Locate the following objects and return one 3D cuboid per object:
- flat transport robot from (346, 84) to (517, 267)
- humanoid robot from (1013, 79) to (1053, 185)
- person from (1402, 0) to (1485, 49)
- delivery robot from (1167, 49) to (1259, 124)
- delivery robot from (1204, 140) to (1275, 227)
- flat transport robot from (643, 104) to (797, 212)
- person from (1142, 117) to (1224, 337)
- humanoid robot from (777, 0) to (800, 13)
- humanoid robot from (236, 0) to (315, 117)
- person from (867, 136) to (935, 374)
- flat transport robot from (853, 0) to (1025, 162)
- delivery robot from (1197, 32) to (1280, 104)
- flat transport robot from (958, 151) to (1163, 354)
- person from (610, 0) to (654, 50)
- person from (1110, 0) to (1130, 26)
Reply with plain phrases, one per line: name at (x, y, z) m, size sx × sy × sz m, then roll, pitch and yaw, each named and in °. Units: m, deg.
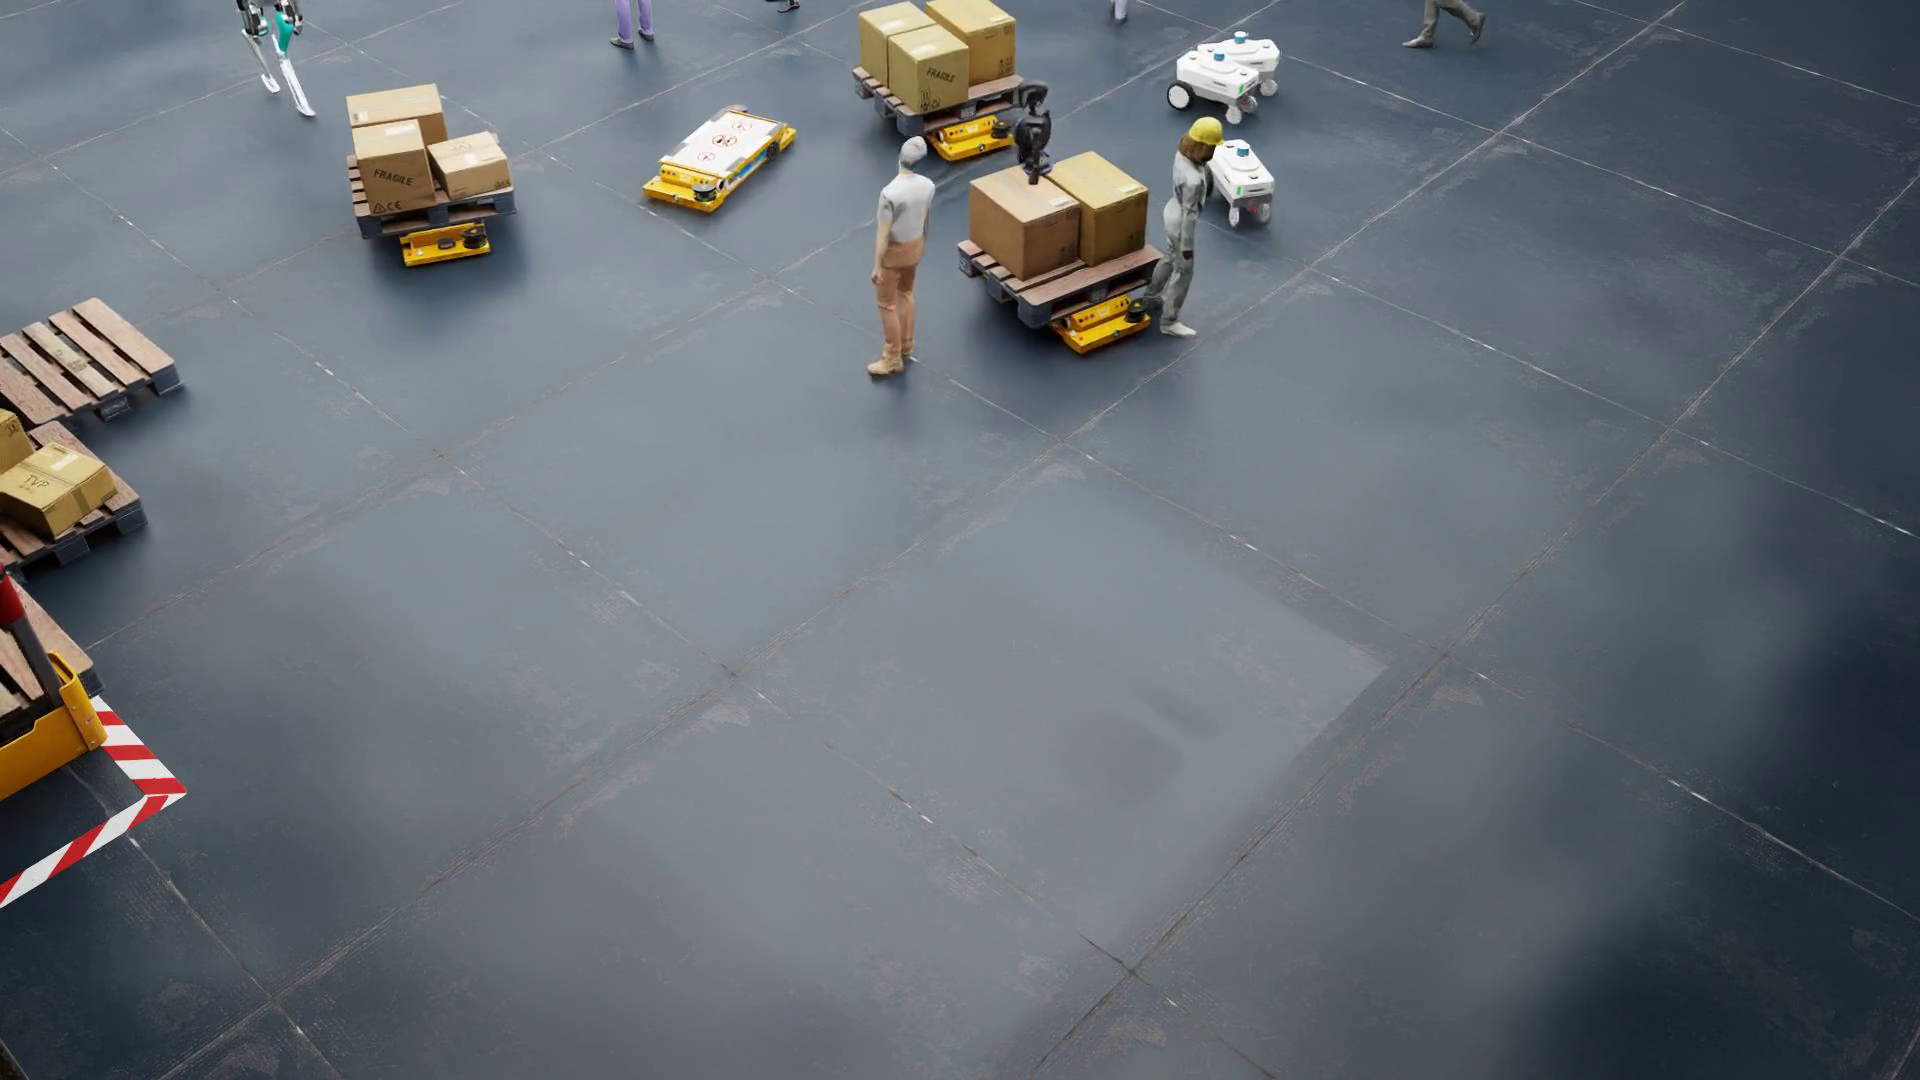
flat transport robot at (-4.256, -2.707, 13.535) m, size 0.659 × 0.231 × 1.431 m, roll -13°, pitch 44°, yaw -14°
humanoid robot at (0.523, -2.693, 12.468) m, size 0.324 × 1.647 × 0.593 m, roll -4°, pitch 42°, yaw -4°
person at (4.595, -5.426, 15.398) m, size 0.650 × 1.811 × 0.606 m, roll -2°, pitch 42°, yaw -3°
delivery robot at (2.266, -4.099, 14.873) m, size 0.775 × 0.601 × 0.499 m, roll 27°, pitch 48°, yaw 26°
delivery robot at (2.279, -2.966, 13.620) m, size 0.499 × 0.609 × 0.805 m, roll -10°, pitch 43°, yaw -11°
flat transport robot at (-2.029, -3.262, 14.152) m, size 0.659 × 0.231 × 1.431 m, roll 18°, pitch 45°, yaw 19°
person at (1.586, -2.271, 11.962) m, size 0.465 × 1.719 × 0.592 m, roll 0°, pitch 42°, yaw -1°
humanoid robot at (-1.781, -5.966, 16.093) m, size 0.315 × 1.657 × 0.599 m, roll -17°, pitch 45°, yaw -18°
humanoid robot at (-6.134, -4.642, 14.625) m, size 0.536 × 1.771 × 1.025 m, roll -31°, pitch 50°, yaw -29°
person at (-0.443, -1.972, 11.653) m, size 0.668 × 1.692 × 0.335 m, roll -34°, pitch 52°, yaw -32°
flat transport robot at (-0.171, -3.810, 14.761) m, size 0.659 × 0.231 × 1.431 m, roll -21°, pitch 46°, yaw -22°
delivery robot at (2.500, -4.316, 15.103) m, size 0.773 × 0.586 × 0.499 m, roll -6°, pitch 42°, yaw -7°
flat transport robot at (0.756, -1.930, 12.672) m, size 0.659 × 0.231 × 1.431 m, roll -24°, pitch 47°, yaw -24°
person at (-3.129, -5.474, 15.432) m, size 0.563 × 1.845 × 0.390 m, roll -32°, pitch 51°, yaw -31°
person at (1.617, -5.921, 15.946) m, size 0.584 × 1.817 × 0.733 m, roll 9°, pitch 43°, yaw 10°
